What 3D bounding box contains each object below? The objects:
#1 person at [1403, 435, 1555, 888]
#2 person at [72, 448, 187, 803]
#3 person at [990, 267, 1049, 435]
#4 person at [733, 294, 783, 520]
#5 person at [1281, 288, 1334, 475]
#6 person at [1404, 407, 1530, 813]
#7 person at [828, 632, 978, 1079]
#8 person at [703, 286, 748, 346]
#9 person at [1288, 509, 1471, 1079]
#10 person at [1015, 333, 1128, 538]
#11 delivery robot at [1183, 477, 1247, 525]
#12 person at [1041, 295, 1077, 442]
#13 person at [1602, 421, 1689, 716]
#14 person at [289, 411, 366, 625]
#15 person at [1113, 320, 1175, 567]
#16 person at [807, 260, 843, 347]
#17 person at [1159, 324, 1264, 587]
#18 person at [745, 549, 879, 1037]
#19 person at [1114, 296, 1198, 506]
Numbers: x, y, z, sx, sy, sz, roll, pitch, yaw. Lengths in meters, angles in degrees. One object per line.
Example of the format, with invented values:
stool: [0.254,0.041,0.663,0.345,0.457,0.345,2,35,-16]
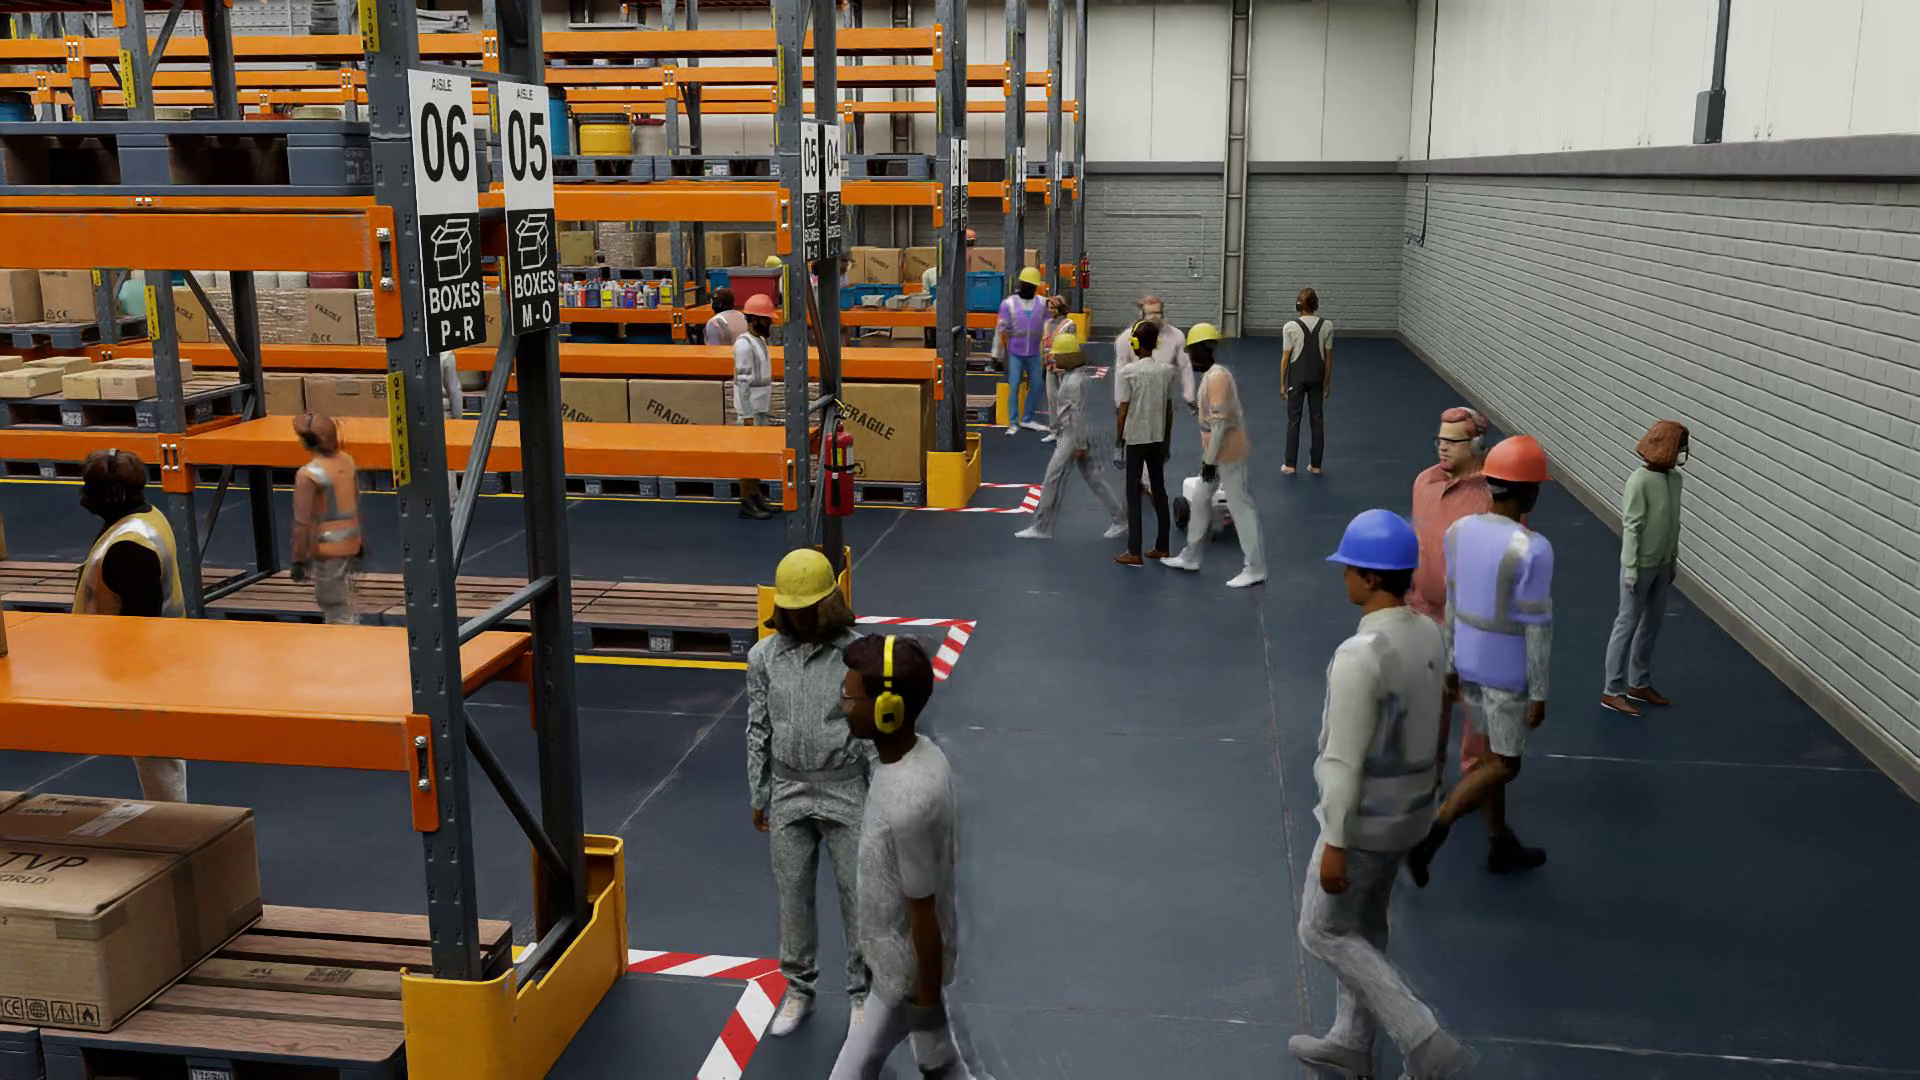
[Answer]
person: [2.151,0.521,6.826,0.811,1.912,0.553,-6,14,-24]
person: [-3.445,0.528,6.941,0.429,1.845,0.621,-5,14,-22]
person: [0.680,-2.128,18.802,0.758,1.908,0.464,-4,13,-19]
person: [-1.737,-1.139,14.280,0.387,1.929,0.545,3,13,12]
person: [3.390,-1.545,16.323,0.505,1.840,0.343,-1,13,-3]
person: [2.295,0.326,7.734,0.399,1.901,0.649,-8,15,-31]
person: [-0.099,1.115,4.349,0.968,1.837,0.532,0,12,2]
person: [-2.330,-1.596,16.530,0.429,1.841,0.634,7,14,28]
person: [1.341,0.862,5.234,0.558,1.927,0.627,10,16,38]
person: [0.955,-0.831,13.431,0.931,1.689,0.506,1,13,6]
delivery robot: [2.091,-0.359,13.663,0.477,0.478,0.707,-2,13,-11]
person: [1.080,-1.858,18.194,0.315,1.631,0.523,-10,16,-37]
person: [3.800,0.147,9.165,0.503,1.628,0.279,-9,16,-37]
person: [-3.629,0.074,9.469,0.456,1.619,0.547,2,13,9]
person: [1.397,-0.729,12.596,0.503,1.858,0.336,-7,14,-27]
person: [-1.844,-2.811,22.027,0.632,1.837,0.429,-7,14,-30]
person: [1.847,-0.616,12.051,0.794,1.861,0.633,1,13,3]
person: [-0.490,0.871,5.652,0.490,1.731,0.321,2,13,8]
person: [1.764,-1.243,14.914,0.661,1.852,0.999,-4,13,-17]
